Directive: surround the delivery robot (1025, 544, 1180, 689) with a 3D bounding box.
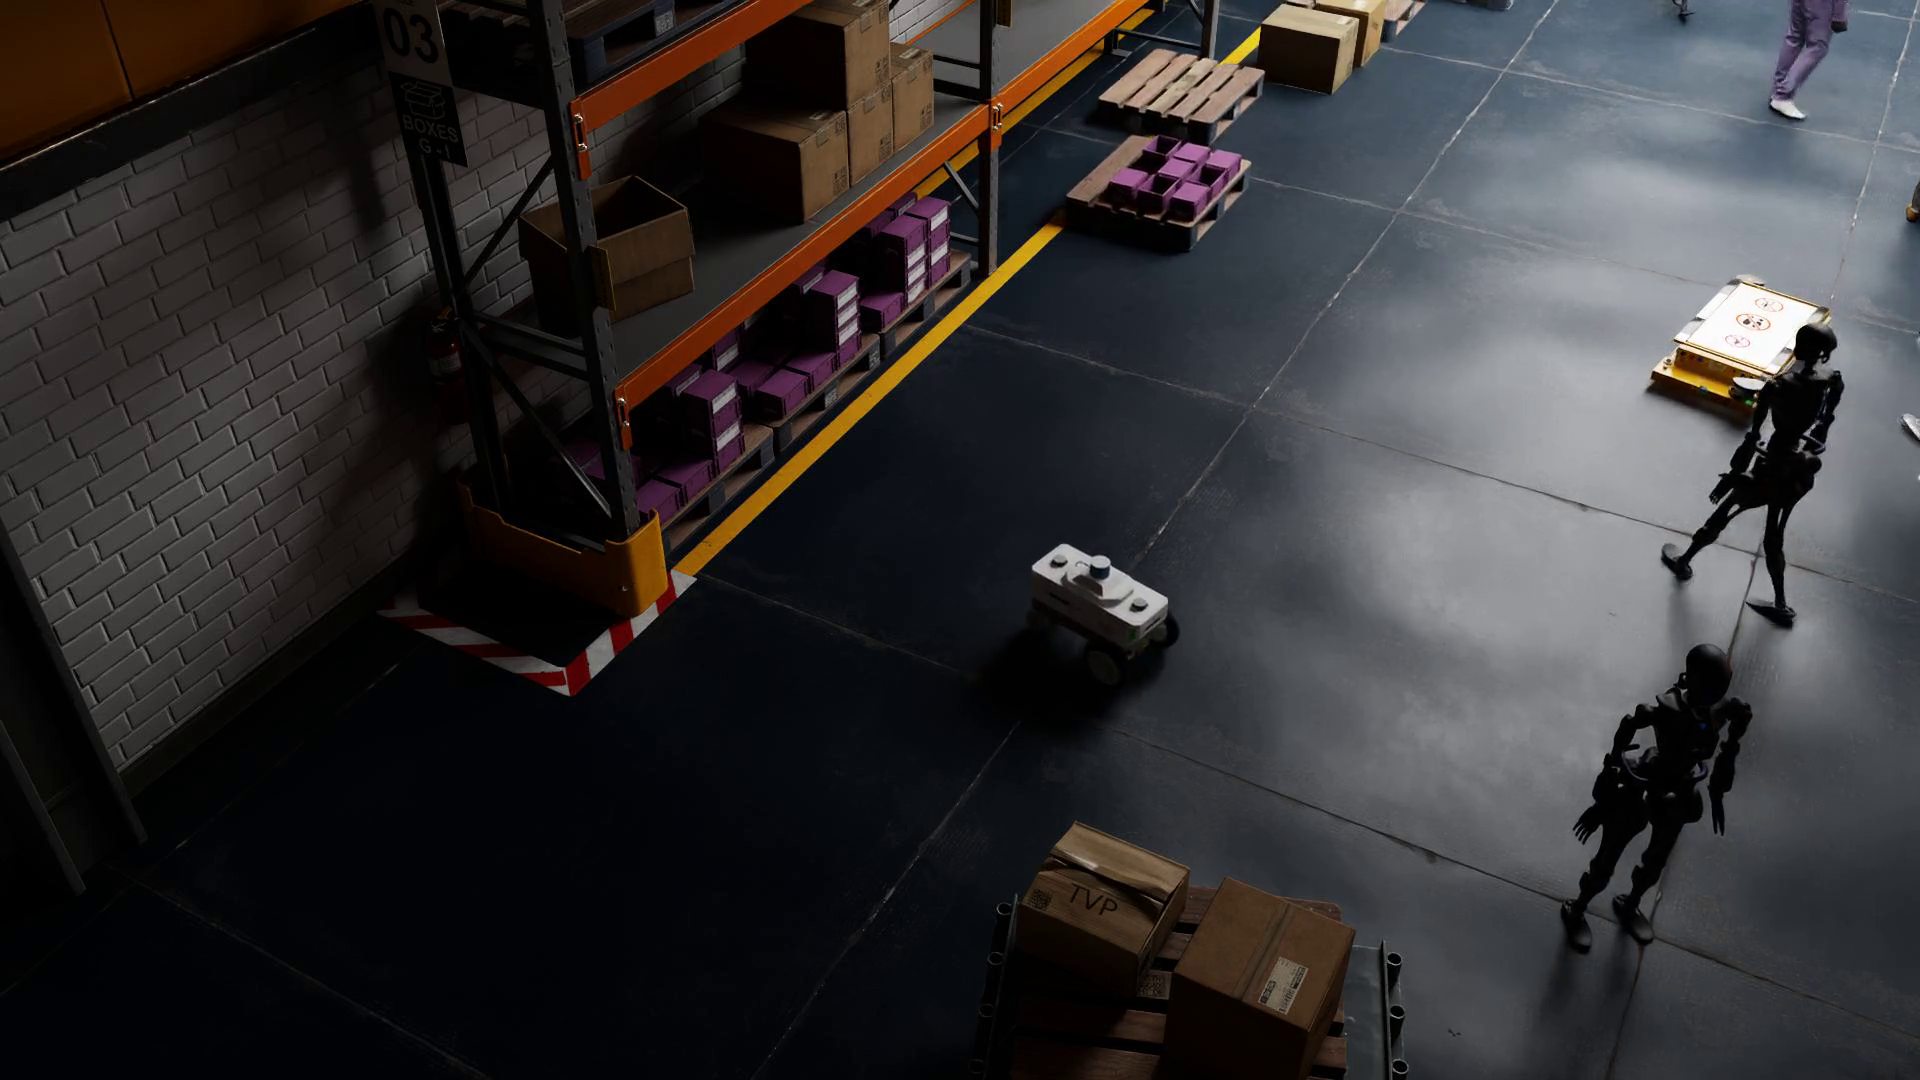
[{"bbox_3d":[0.728,0.355,8.551,0.774,0.599,0.499,29,47,31],"label":"delivery robot"}]

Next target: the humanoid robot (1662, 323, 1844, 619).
[{"bbox_3d":[4.221,-0.374,8.606,0.613,1.616,0.755,-13,41,-16],"label":"humanoid robot"}]

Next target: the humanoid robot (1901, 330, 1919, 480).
[{"bbox_3d":[5.812,-1.090,9.430,0.539,1.762,0.954,-3,39,-4],"label":"humanoid robot"}]

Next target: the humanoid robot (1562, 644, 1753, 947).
[{"bbox_3d":[2.844,1.047,6.780,0.615,1.652,0.305,-4,39,-5],"label":"humanoid robot"}]

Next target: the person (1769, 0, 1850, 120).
[{"bbox_3d":[6.955,-4.367,13.412,0.407,1.861,0.731,-1,39,-2],"label":"person"}]

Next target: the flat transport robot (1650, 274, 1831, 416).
[{"bbox_3d":[5.115,-1.292,10.835,0.659,0.231,1.431,28,46,30],"label":"flat transport robot"}]

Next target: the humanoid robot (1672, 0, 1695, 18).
[{"bbox_3d":[6.788,-5.602,15.122,0.589,1.631,0.735,-5,39,-6],"label":"humanoid robot"}]

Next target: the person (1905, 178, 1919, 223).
[{"bbox_3d":[7.253,-3.129,11.831,0.584,1.894,0.374,23,44,26],"label":"person"}]
